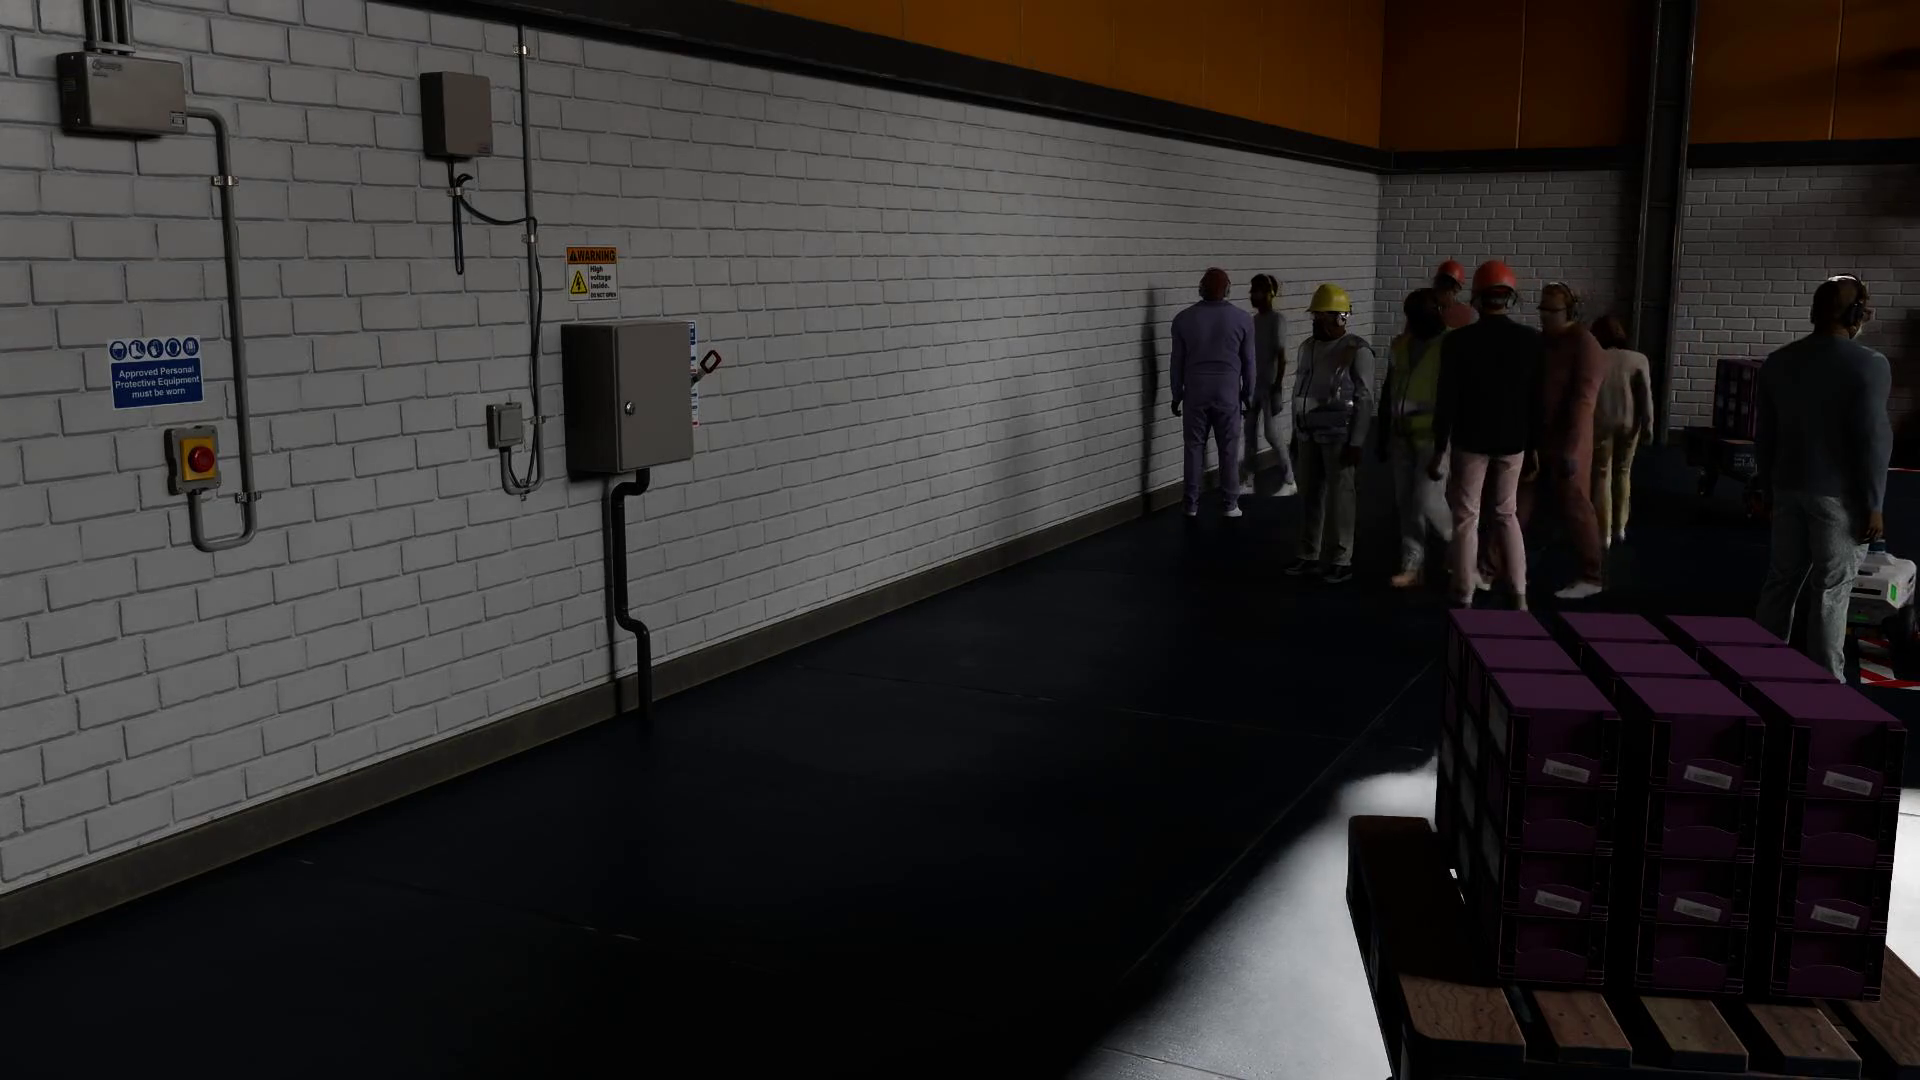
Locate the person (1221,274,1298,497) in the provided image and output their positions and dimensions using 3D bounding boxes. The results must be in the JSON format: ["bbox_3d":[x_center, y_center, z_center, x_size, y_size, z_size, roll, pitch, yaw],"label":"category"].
[{"bbox_3d":[2.534,-1.262,13.787,0.507,1.878,0.566,-3,10,-18],"label":"person"}]

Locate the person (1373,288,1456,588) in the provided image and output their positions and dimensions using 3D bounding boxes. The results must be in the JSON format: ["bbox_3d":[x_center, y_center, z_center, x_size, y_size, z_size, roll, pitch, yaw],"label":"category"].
[{"bbox_3d":[2.802,-0.602,10.007,0.447,1.816,0.637,-6,12,-33],"label":"person"}]

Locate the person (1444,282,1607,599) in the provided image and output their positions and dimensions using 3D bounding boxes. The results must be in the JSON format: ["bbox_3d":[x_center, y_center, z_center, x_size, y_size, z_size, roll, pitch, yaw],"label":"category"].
[{"bbox_3d":[3.361,-0.554,9.633,0.975,1.851,0.659,-3,10,-14],"label":"person"}]

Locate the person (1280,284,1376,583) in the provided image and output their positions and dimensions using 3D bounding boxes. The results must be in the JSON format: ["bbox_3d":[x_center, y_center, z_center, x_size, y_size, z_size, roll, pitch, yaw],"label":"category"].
[{"bbox_3d":[2.259,-0.657,10.280,0.404,1.832,0.599,-7,12,-34],"label":"person"}]

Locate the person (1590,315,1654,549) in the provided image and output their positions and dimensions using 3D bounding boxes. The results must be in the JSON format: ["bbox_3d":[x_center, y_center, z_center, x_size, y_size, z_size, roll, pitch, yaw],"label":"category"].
[{"bbox_3d":[4.513,-0.756,11.545,0.526,1.579,0.696,2,10,13],"label":"person"}]

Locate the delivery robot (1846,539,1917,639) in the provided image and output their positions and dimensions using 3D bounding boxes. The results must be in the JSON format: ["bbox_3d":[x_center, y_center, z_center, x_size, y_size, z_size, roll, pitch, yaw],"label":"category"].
[{"bbox_3d":[4.684,0.233,8.551,0.477,0.478,0.707,7,12,36],"label":"delivery robot"}]

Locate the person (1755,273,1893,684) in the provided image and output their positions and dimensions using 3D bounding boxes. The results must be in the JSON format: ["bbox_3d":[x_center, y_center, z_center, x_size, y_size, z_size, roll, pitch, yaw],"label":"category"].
[{"bbox_3d":[3.741,-0.181,7.235,0.373,1.935,0.628,-4,11,-24],"label":"person"}]

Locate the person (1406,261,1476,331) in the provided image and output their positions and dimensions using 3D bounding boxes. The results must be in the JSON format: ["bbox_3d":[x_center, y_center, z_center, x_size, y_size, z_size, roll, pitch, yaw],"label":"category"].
[{"bbox_3d":[4.070,-1.418,14.338,0.630,1.956,0.705,7,12,35],"label":"person"}]

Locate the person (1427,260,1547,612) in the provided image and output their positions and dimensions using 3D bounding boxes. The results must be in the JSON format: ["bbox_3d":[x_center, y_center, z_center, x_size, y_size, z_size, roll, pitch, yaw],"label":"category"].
[{"bbox_3d":[2.910,-0.541,9.184,0.625,1.995,0.411,-1,10,-7],"label":"person"}]

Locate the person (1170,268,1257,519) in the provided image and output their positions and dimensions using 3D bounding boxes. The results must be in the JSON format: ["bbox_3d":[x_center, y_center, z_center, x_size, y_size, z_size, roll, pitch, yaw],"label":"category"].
[{"bbox_3d":[1.926,-1.107,12.673,0.651,1.906,0.409,2,10,11],"label":"person"}]
